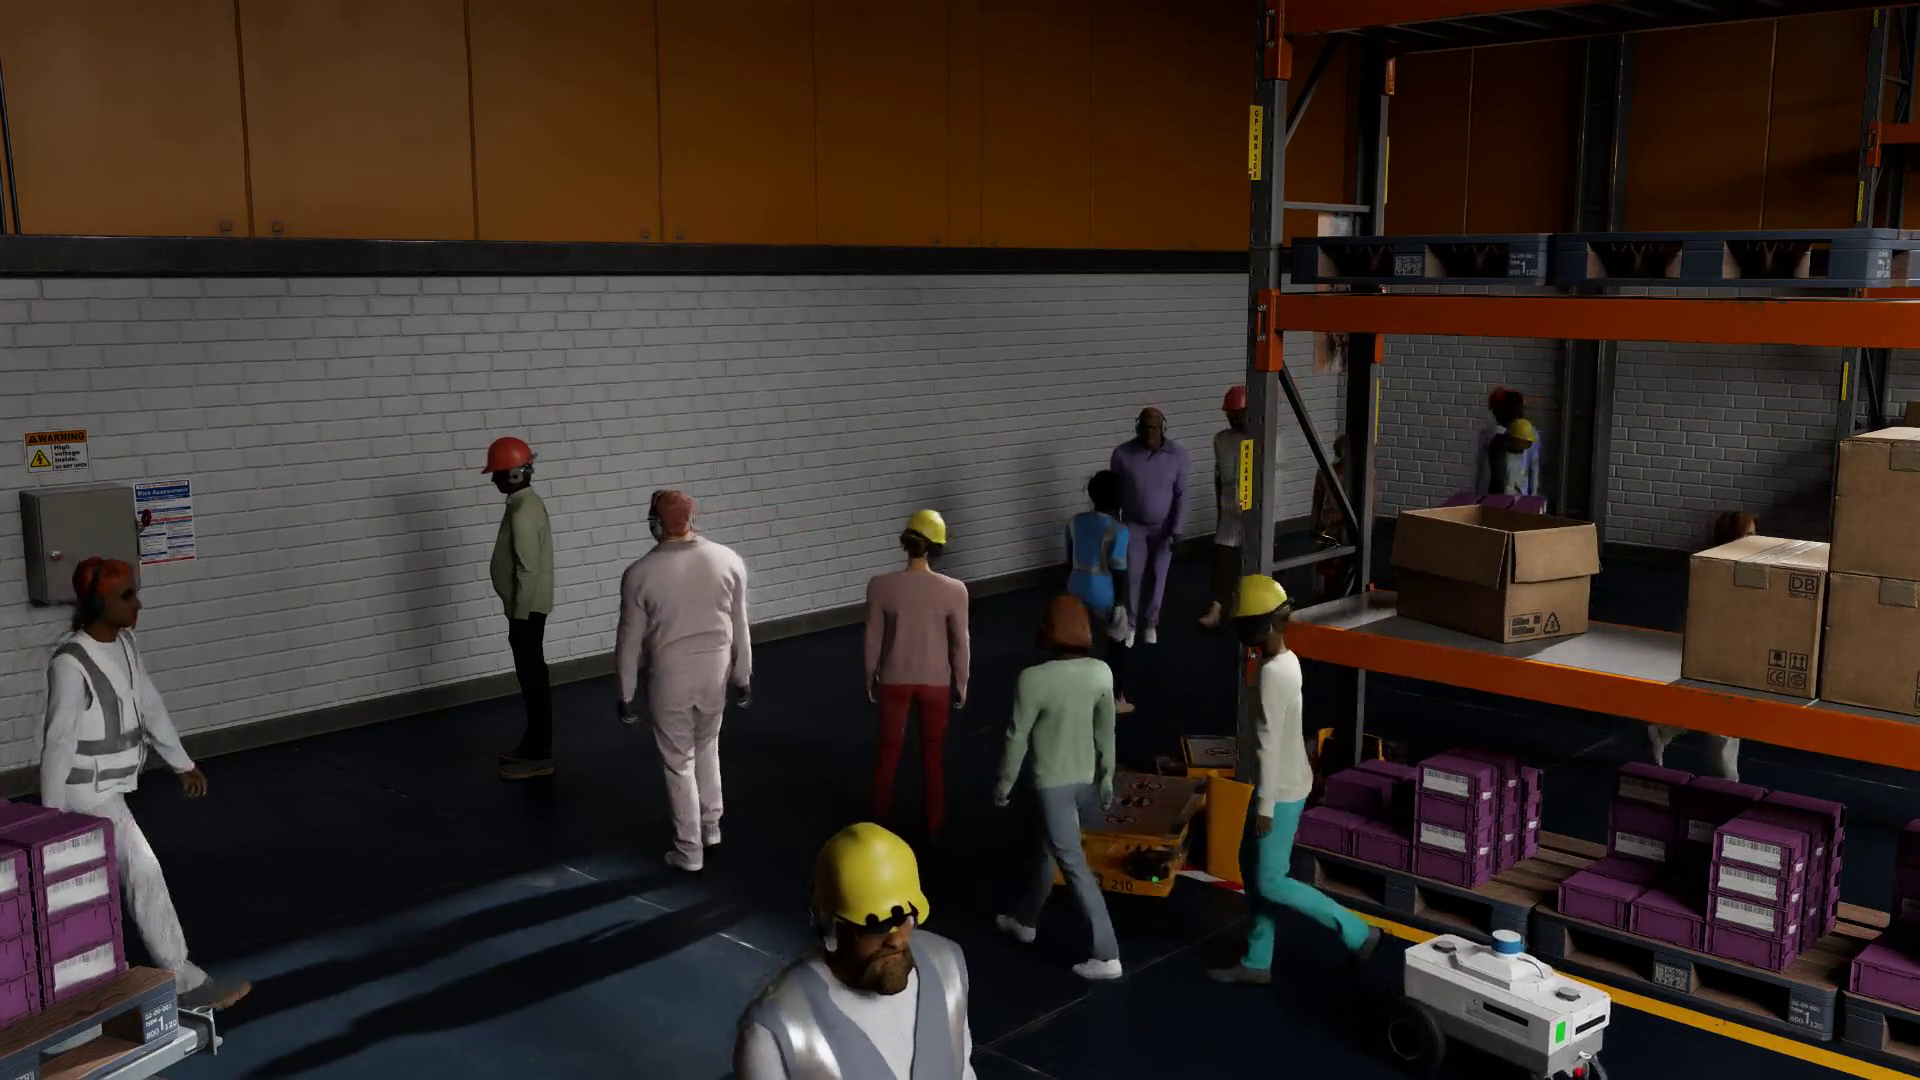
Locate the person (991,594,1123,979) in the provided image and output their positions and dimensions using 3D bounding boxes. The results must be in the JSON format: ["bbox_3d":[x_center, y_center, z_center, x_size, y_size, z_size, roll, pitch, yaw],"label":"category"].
[{"bbox_3d":[0.426,1.022,7.031,0.501,1.589,0.821,-9,13,-44],"label":"person"}]

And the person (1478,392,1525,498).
[{"bbox_3d":[4.846,-0.361,14.601,0.657,1.880,0.590,6,11,33],"label":"person"}]

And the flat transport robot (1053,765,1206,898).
[{"bbox_3d":[0.869,1.446,8.457,0.652,0.197,1.431,3,10,18],"label":"flat transport robot"}]

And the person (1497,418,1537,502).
[{"bbox_3d":[4.596,-0.208,14.234,0.753,1.701,0.533,2,9,12],"label":"person"}]

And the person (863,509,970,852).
[{"bbox_3d":[-0.219,0.716,8.417,0.537,1.750,0.347,1,9,3],"label":"person"}]

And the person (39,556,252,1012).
[{"bbox_3d":[-3.242,0.977,6.525,0.924,1.843,0.598,-2,9,-11],"label":"person"}]

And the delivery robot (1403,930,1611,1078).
[{"bbox_3d":[1.966,1.656,6.014,0.477,0.478,0.707,-7,12,-37],"label":"delivery robot"}]

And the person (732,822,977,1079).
[{"bbox_3d":[-0.191,1.471,3.574,0.612,1.813,0.423,-7,12,-37],"label":"person"}]

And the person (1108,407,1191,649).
[{"bbox_3d":[1.470,-0.087,12.927,0.642,1.880,0.666,1,9,3],"label":"person"}]

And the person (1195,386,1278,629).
[{"bbox_3d":[2.361,-0.286,13.838,0.610,2.001,1.045,7,12,37],"label":"person"}]

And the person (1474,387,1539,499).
[{"bbox_3d":[4.860,-0.411,14.831,0.566,1.910,0.466,-1,9,-4],"label":"person"}]

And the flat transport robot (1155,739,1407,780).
[{"bbox_3d":[1.836,1.294,9.389,1.431,0.197,0.652,1,9,4],"label":"flat transport robot"}]

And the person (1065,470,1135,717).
[{"bbox_3d":[0.825,0.376,10.760,0.557,1.665,0.793,9,13,43],"label":"person"}]

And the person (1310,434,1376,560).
[{"bbox_3d":[3.164,-0.078,13.669,0.522,1.618,0.683,6,11,34],"label":"person"}]

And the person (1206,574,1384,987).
[{"bbox_3d":[1.362,1.004,6.678,0.647,1.734,0.534,2,9,13],"label":"person"}]

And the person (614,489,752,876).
[{"bbox_3d":[-1.393,0.681,8.187,0.668,1.884,0.562,-6,11,-35],"label":"person"}]

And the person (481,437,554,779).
[{"bbox_3d":[-2.556,0.387,9.699,0.386,1.989,0.608,-2,10,-13],"label":"person"}]

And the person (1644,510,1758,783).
[{"bbox_3d":[4.240,0.620,9.409,0.607,1.624,0.519,7,12,37],"label":"person"}]
